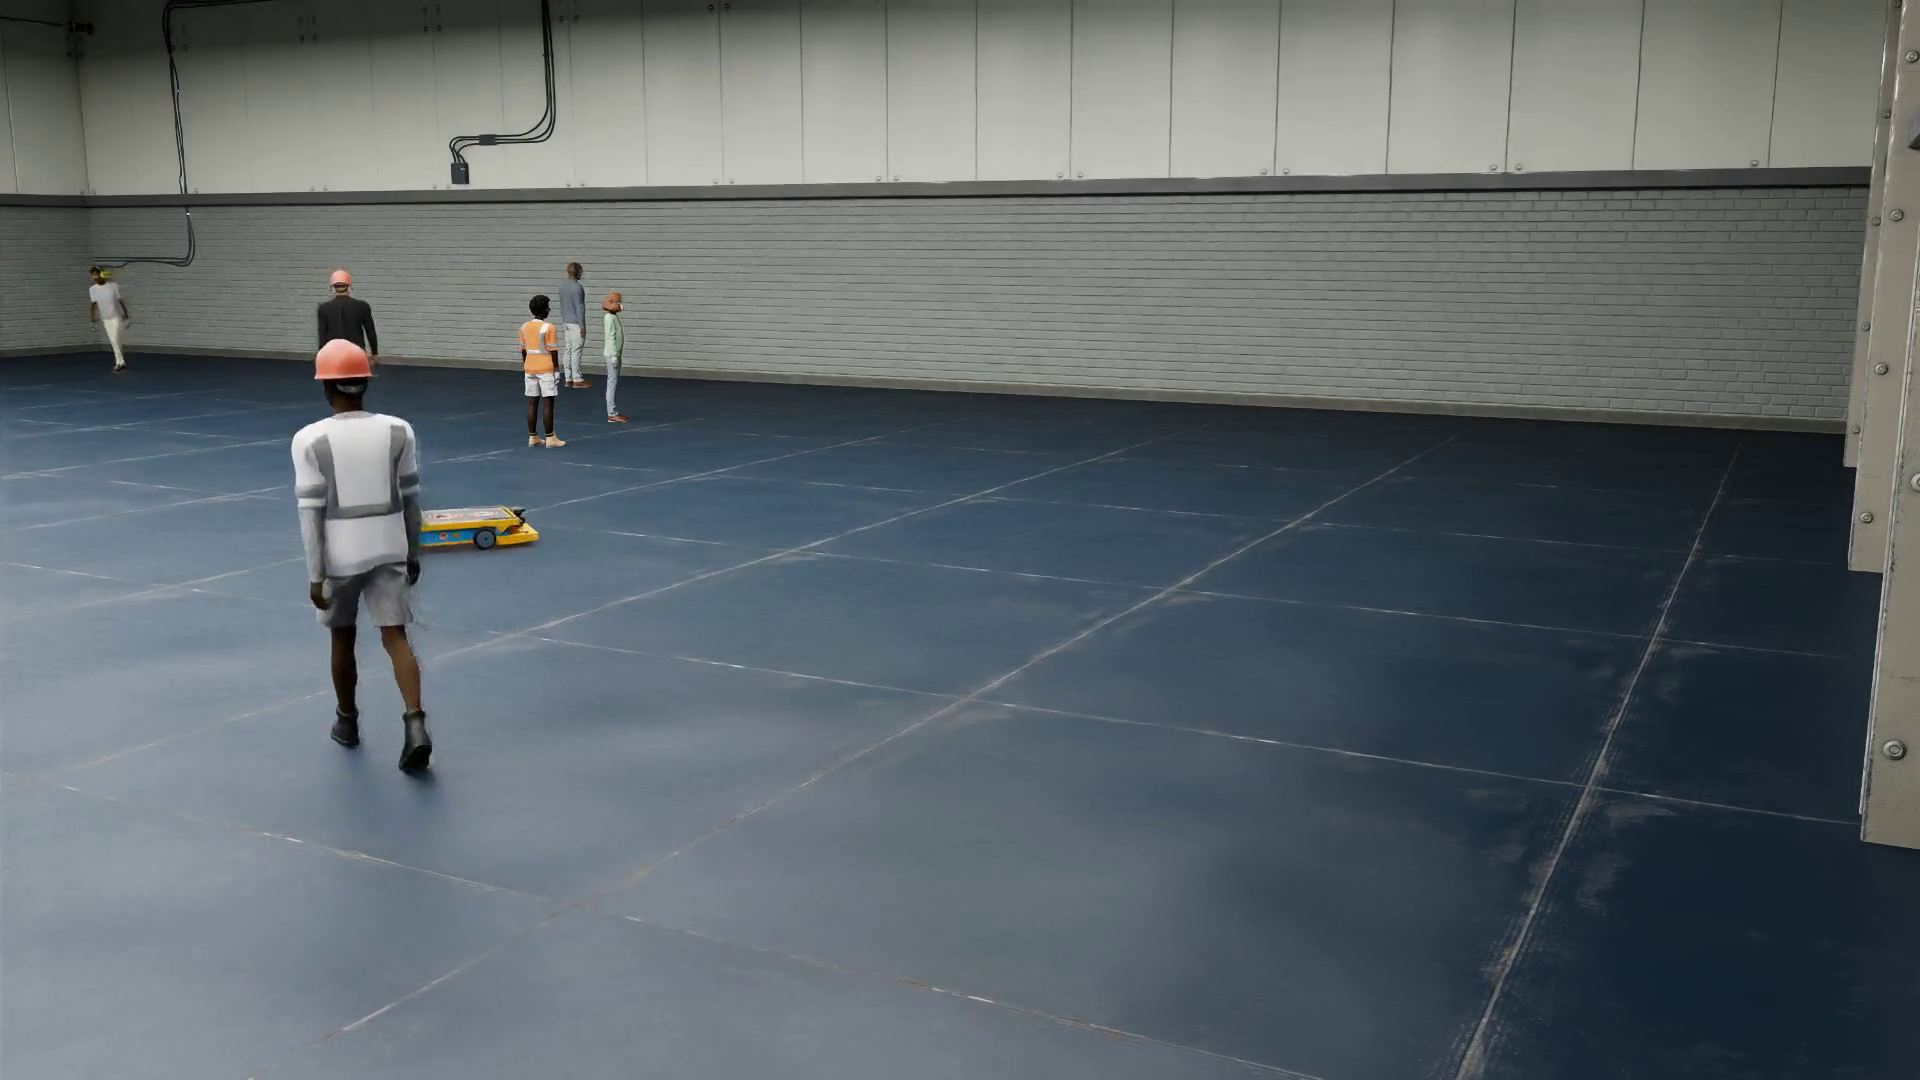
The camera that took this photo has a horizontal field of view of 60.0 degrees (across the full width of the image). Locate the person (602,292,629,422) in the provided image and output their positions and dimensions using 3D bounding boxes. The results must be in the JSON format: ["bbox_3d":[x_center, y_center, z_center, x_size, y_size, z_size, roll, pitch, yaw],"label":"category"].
[{"bbox_3d":[-4.366,-2.311,21.046,0.286,1.636,0.499,-1,10,-7],"label":"person"}]

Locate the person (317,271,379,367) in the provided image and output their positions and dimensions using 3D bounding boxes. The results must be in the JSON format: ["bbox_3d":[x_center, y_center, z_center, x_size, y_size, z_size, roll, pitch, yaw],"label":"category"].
[{"bbox_3d":[-7.194,-2.184,19.553,0.627,1.946,1.039,-1,10,-8],"label":"person"}]

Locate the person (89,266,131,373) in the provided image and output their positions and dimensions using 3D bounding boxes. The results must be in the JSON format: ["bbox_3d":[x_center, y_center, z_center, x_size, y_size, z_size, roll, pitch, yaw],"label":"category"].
[{"bbox_3d":[-14.586,-3.773,28.521,0.546,1.812,0.691,0,10,0],"label":"person"}]

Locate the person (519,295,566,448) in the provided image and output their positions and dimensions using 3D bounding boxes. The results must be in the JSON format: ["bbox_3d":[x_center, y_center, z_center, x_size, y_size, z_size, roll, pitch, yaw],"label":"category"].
[{"bbox_3d":[-4.643,-1.870,18.478,0.542,1.695,0.316,6,12,32],"label":"person"}]

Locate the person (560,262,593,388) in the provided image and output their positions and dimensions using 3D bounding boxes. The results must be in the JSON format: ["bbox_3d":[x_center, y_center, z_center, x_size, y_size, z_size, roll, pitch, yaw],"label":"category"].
[{"bbox_3d":[-5.968,-3.325,25.753,0.356,1.938,0.633,-8,13,-36],"label":"person"}]

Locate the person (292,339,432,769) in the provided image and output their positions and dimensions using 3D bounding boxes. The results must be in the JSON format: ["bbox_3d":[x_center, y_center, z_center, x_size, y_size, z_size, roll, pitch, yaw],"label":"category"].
[{"bbox_3d":[-2.632,0.064,7.386,0.554,1.908,0.937,-7,12,-33],"label":"person"}]

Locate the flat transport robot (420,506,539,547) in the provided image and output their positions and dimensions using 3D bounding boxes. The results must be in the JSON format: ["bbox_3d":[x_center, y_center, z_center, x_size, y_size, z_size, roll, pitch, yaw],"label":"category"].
[{"bbox_3d":[-3.983,-0.081,12.615,1.431,0.197,0.652,-5,11,-24],"label":"flat transport robot"}]
